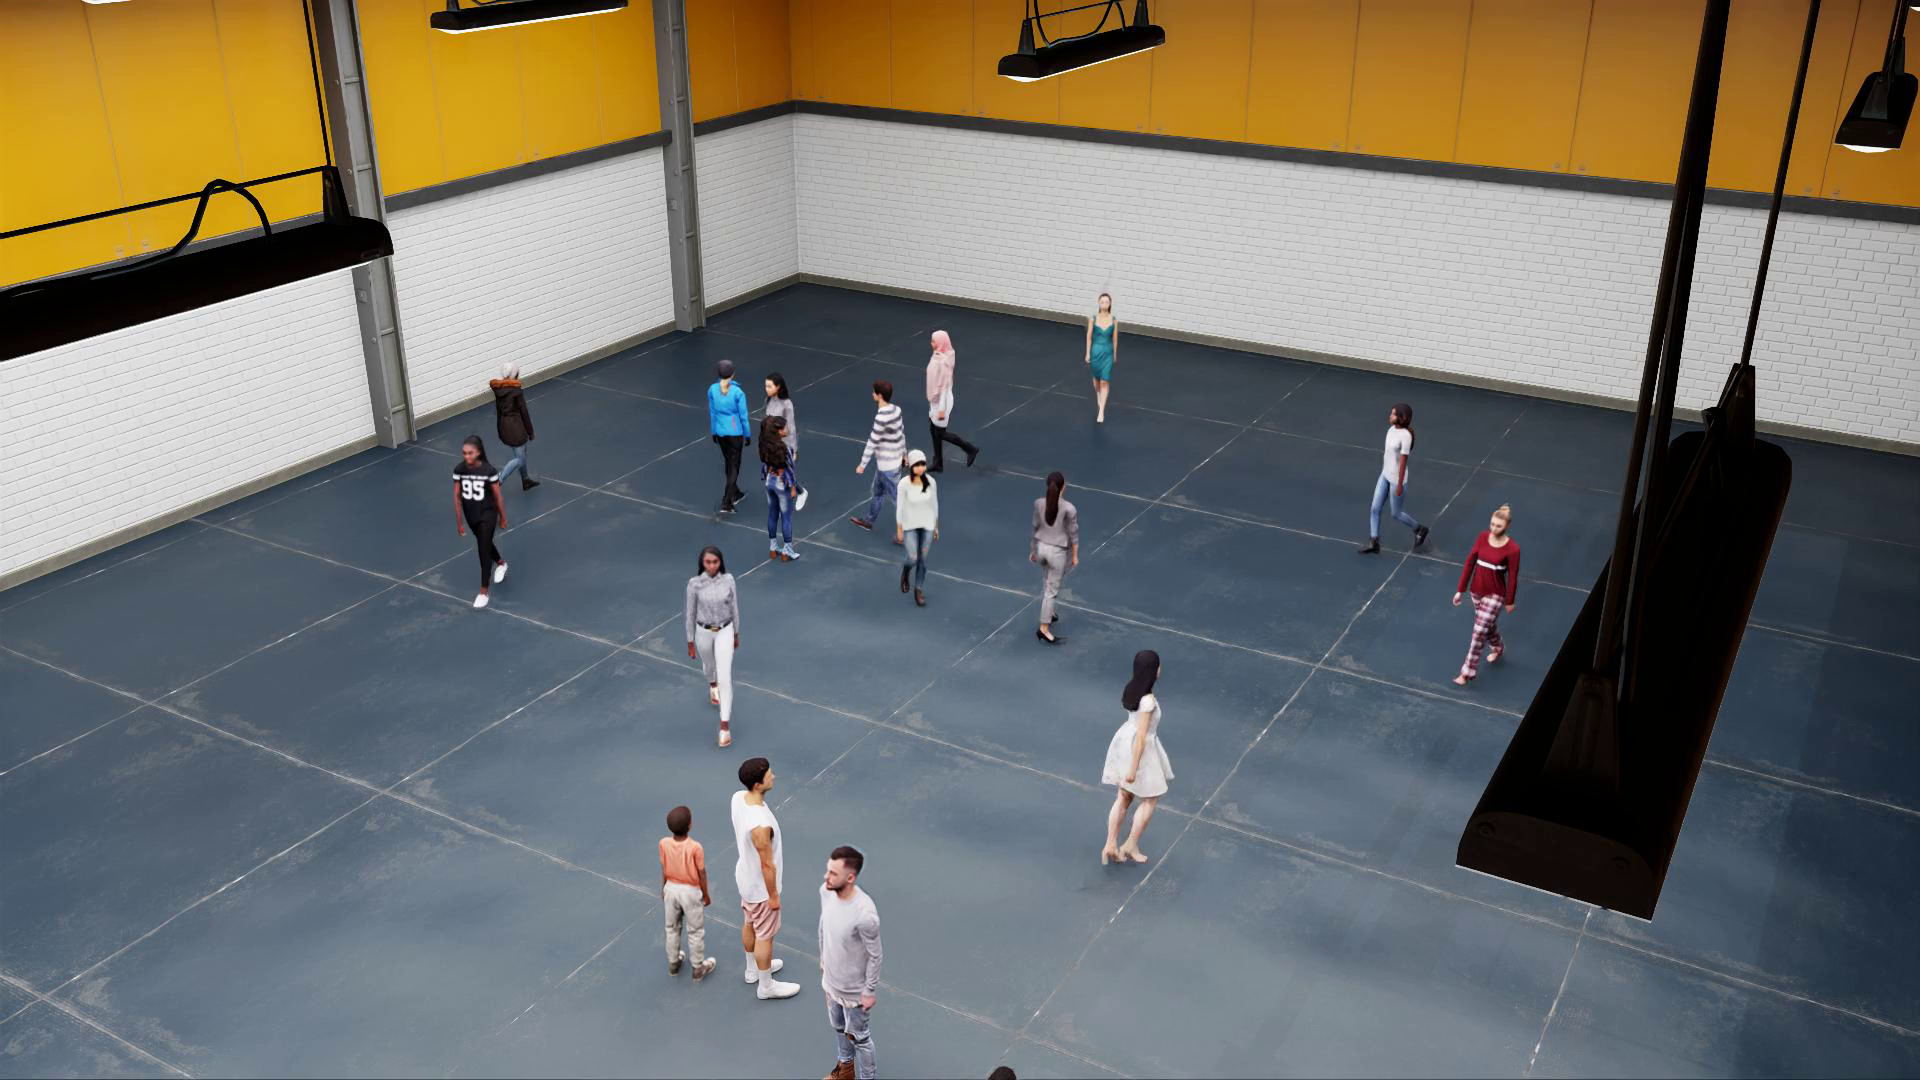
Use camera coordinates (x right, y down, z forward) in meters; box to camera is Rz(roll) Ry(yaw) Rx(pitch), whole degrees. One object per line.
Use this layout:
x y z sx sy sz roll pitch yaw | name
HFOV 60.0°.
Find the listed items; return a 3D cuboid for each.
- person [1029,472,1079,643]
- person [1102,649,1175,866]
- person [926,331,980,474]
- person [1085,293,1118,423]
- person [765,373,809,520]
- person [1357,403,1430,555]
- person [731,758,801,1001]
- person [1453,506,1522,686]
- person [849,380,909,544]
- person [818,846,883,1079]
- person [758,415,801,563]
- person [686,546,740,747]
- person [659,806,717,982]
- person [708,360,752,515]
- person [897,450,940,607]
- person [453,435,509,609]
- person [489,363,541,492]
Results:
0.872 0.186 15.998 0.676 1.648 0.833 20 30 38 | person
1.268 1.680 12.471 0.909 1.737 0.844 -3 24 -7 | person
-0.121 -1.635 19.990 1.004 1.788 0.980 -3 24 -8 | person
1.868 -2.437 22.003 0.834 1.646 1.120 2 24 6 | person
-1.950 -1.080 18.807 0.692 1.718 0.769 19 30 36 | person
4.717 -0.628 17.801 1.073 1.696 1.012 -6 24 -13 | person
-1.351 2.248 11.105 0.755 1.789 0.731 -11 26 -24 | person
4.902 0.481 15.319 1.178 1.653 0.878 -19 30 -36 | person
-0.674 -0.809 18.073 0.908 1.811 1.098 6 24 13 | person
-0.680 2.651 10.121 0.684 1.839 0.751 -19 30 -36 | person
-1.925 -0.563 17.750 0.633 1.618 0.593 18 29 35 | person
-2.148 0.830 14.487 1.093 1.680 1.262 -3 24 -8 | person
-1.888 2.404 11.350 0.526 1.307 0.516 7 25 15 | person
-2.640 -1.164 18.915 0.682 1.786 0.954 11 26 23 | person
-0.450 -0.158 16.797 0.747 1.639 0.805 -9 25 -19 | person
-4.852 -0.243 16.936 0.909 1.684 1.277 3 24 7 | person
-5.231 -1.241 19.309 0.695 1.611 1.018 16 28 33 | person
